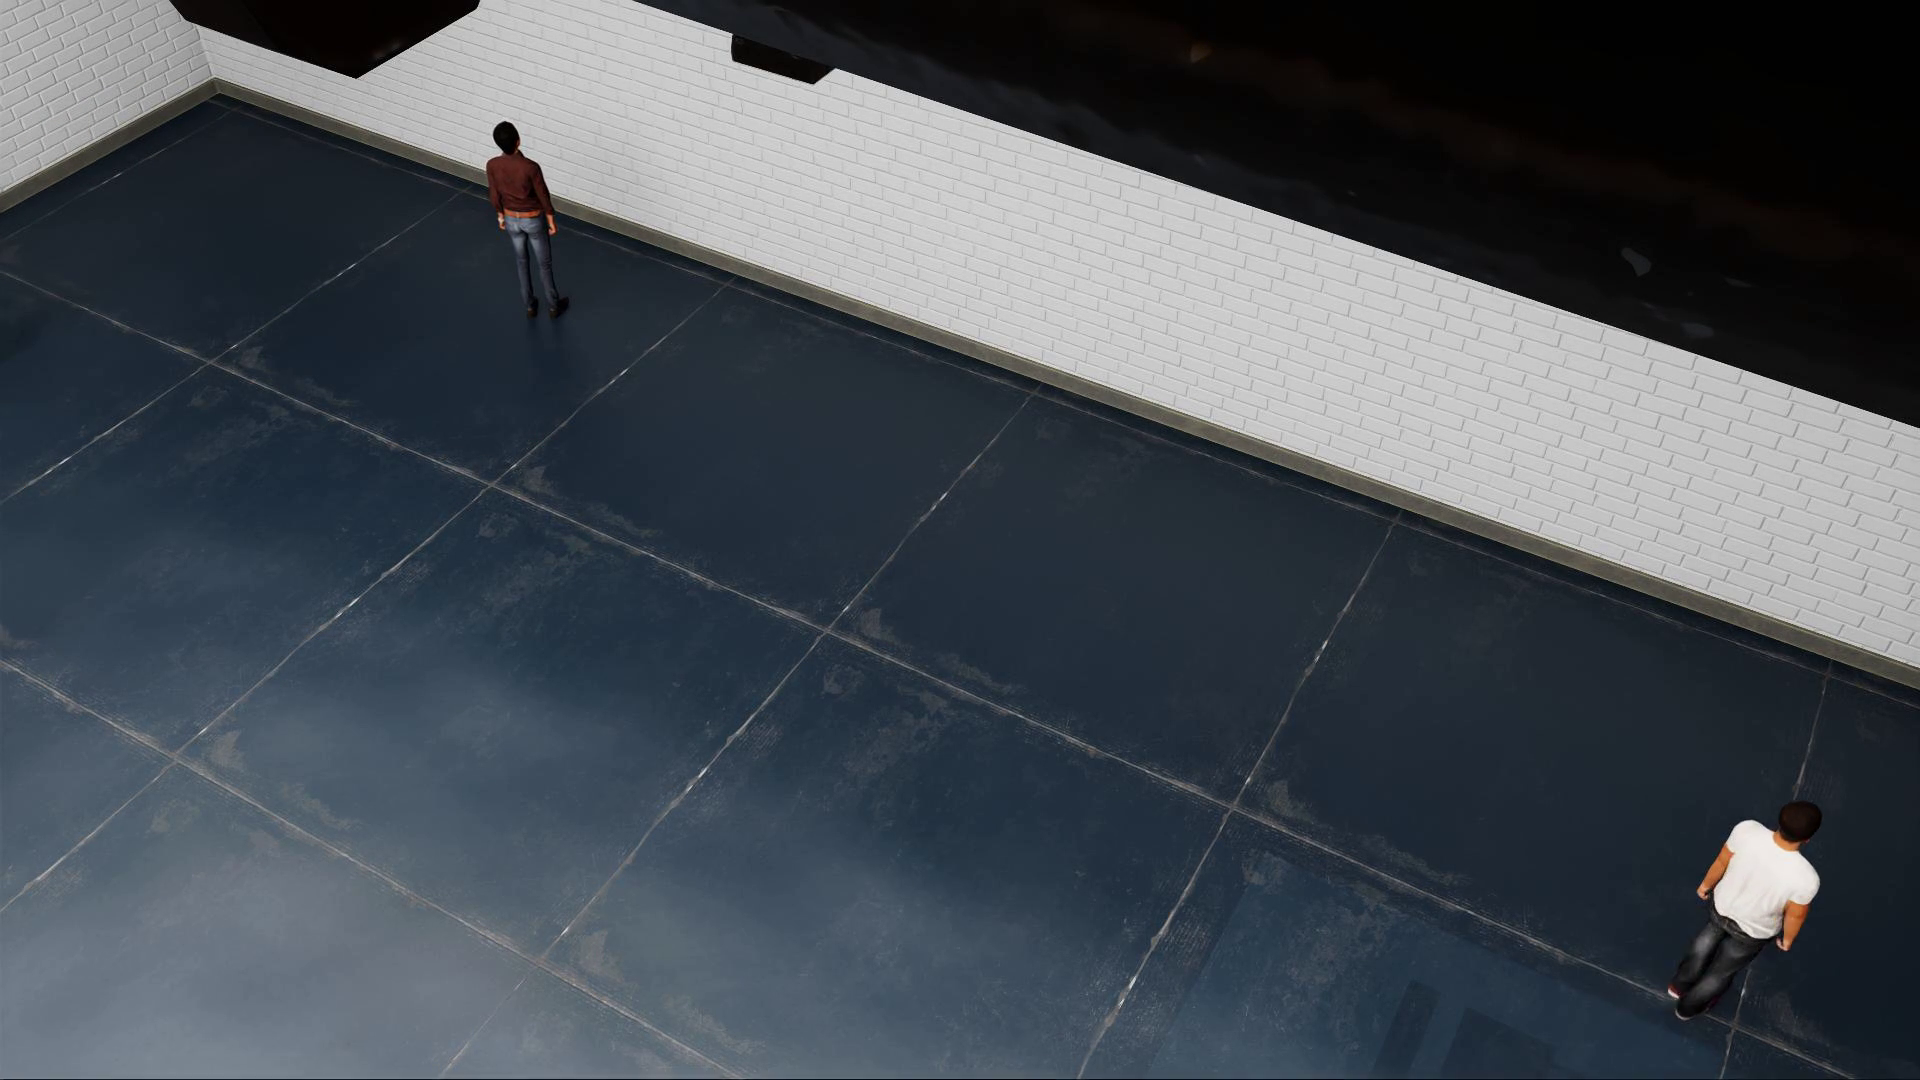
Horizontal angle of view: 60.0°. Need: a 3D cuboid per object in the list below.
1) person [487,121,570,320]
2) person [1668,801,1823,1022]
[{"bbox_3d":[-3.509,-2.572,13.429,0.715,1.783,0.676,4,44,4],"label":"person"},{"bbox_3d":[4.022,1.973,8.659,0.764,1.792,0.758,-24,49,-23],"label":"person"}]
